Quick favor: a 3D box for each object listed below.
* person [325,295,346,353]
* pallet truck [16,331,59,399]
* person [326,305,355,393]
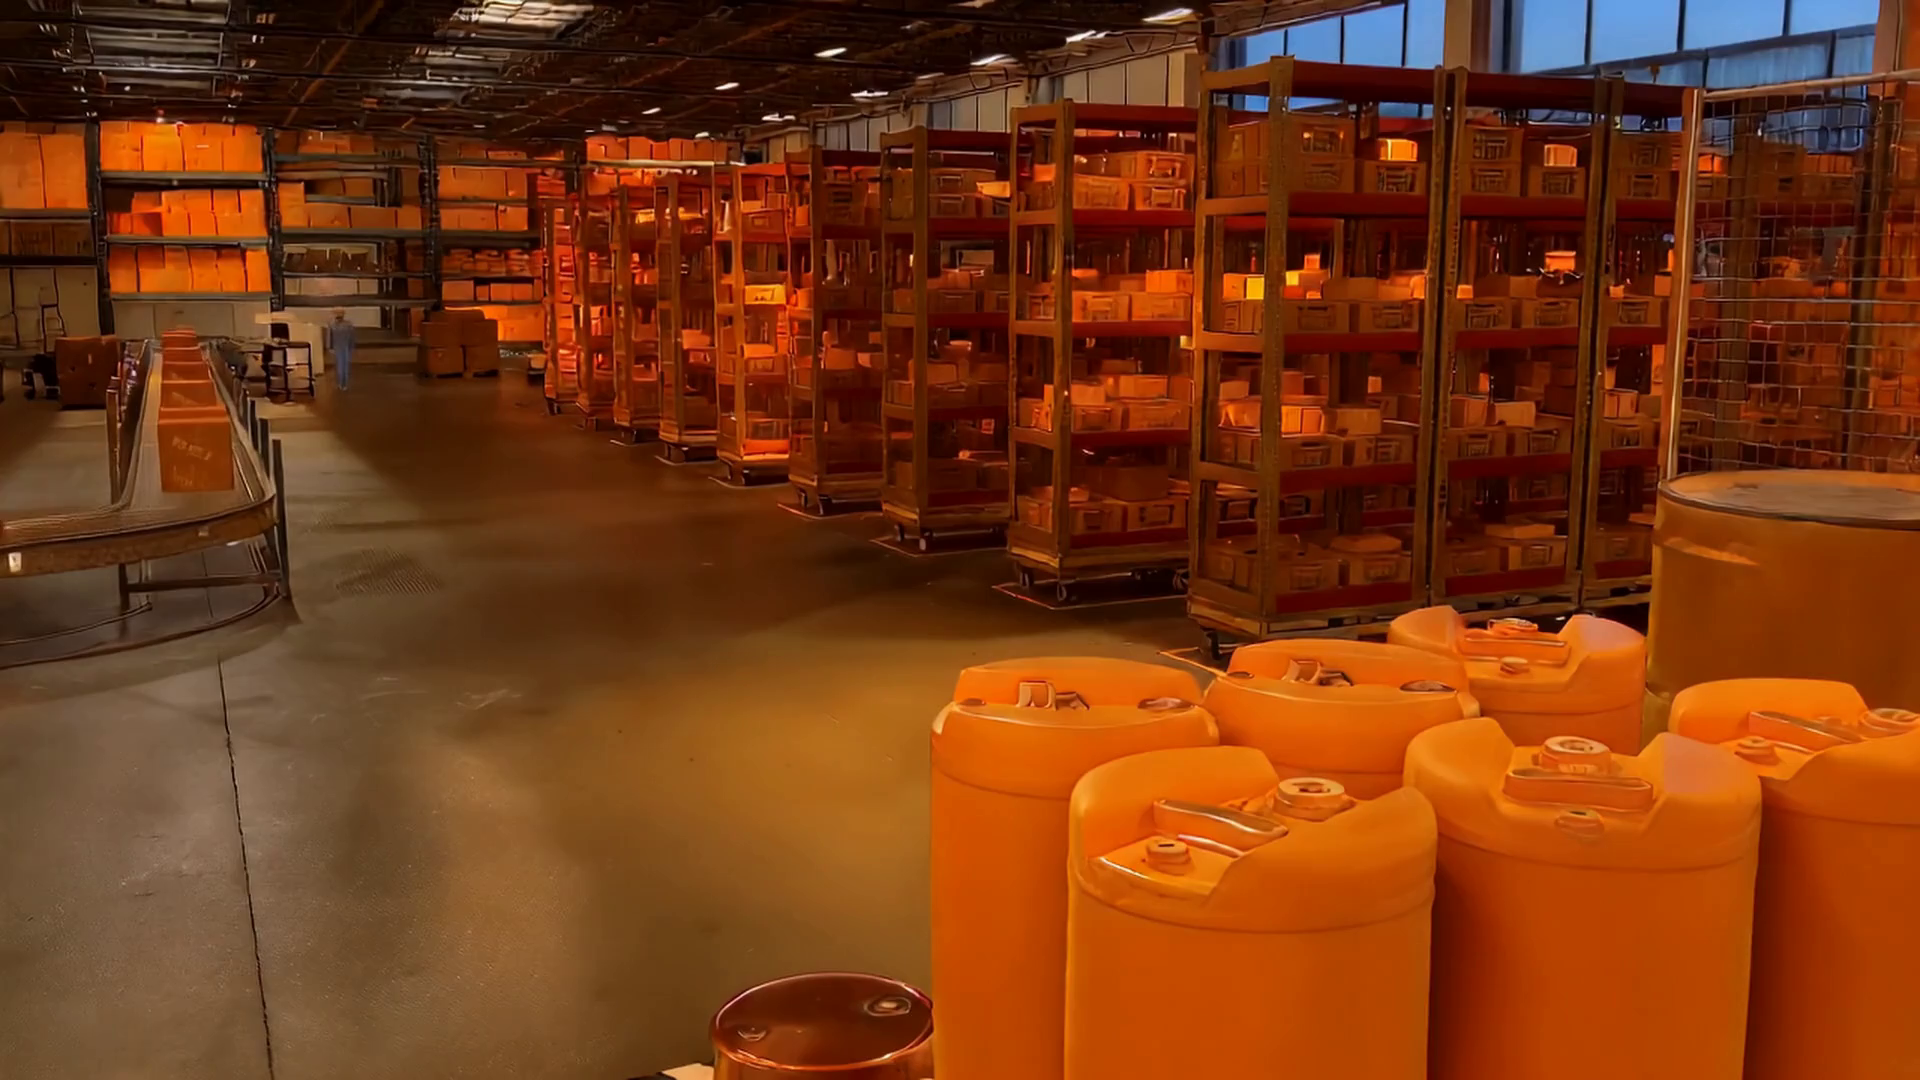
[{"bbox_3d":[-18.583,-6.432,49.521,0.550,1.735,0.404,-4,10,-23],"label":"person"},{"bbox_3d":[-17.082,-3.353,31.781,1.630,1.274,0.653,-4,10,-25],"label":"pallet truck"},{"bbox_3d":[-12.317,-3.786,33.069,0.553,1.737,0.739,-3,9,-15],"label":"person"}]
